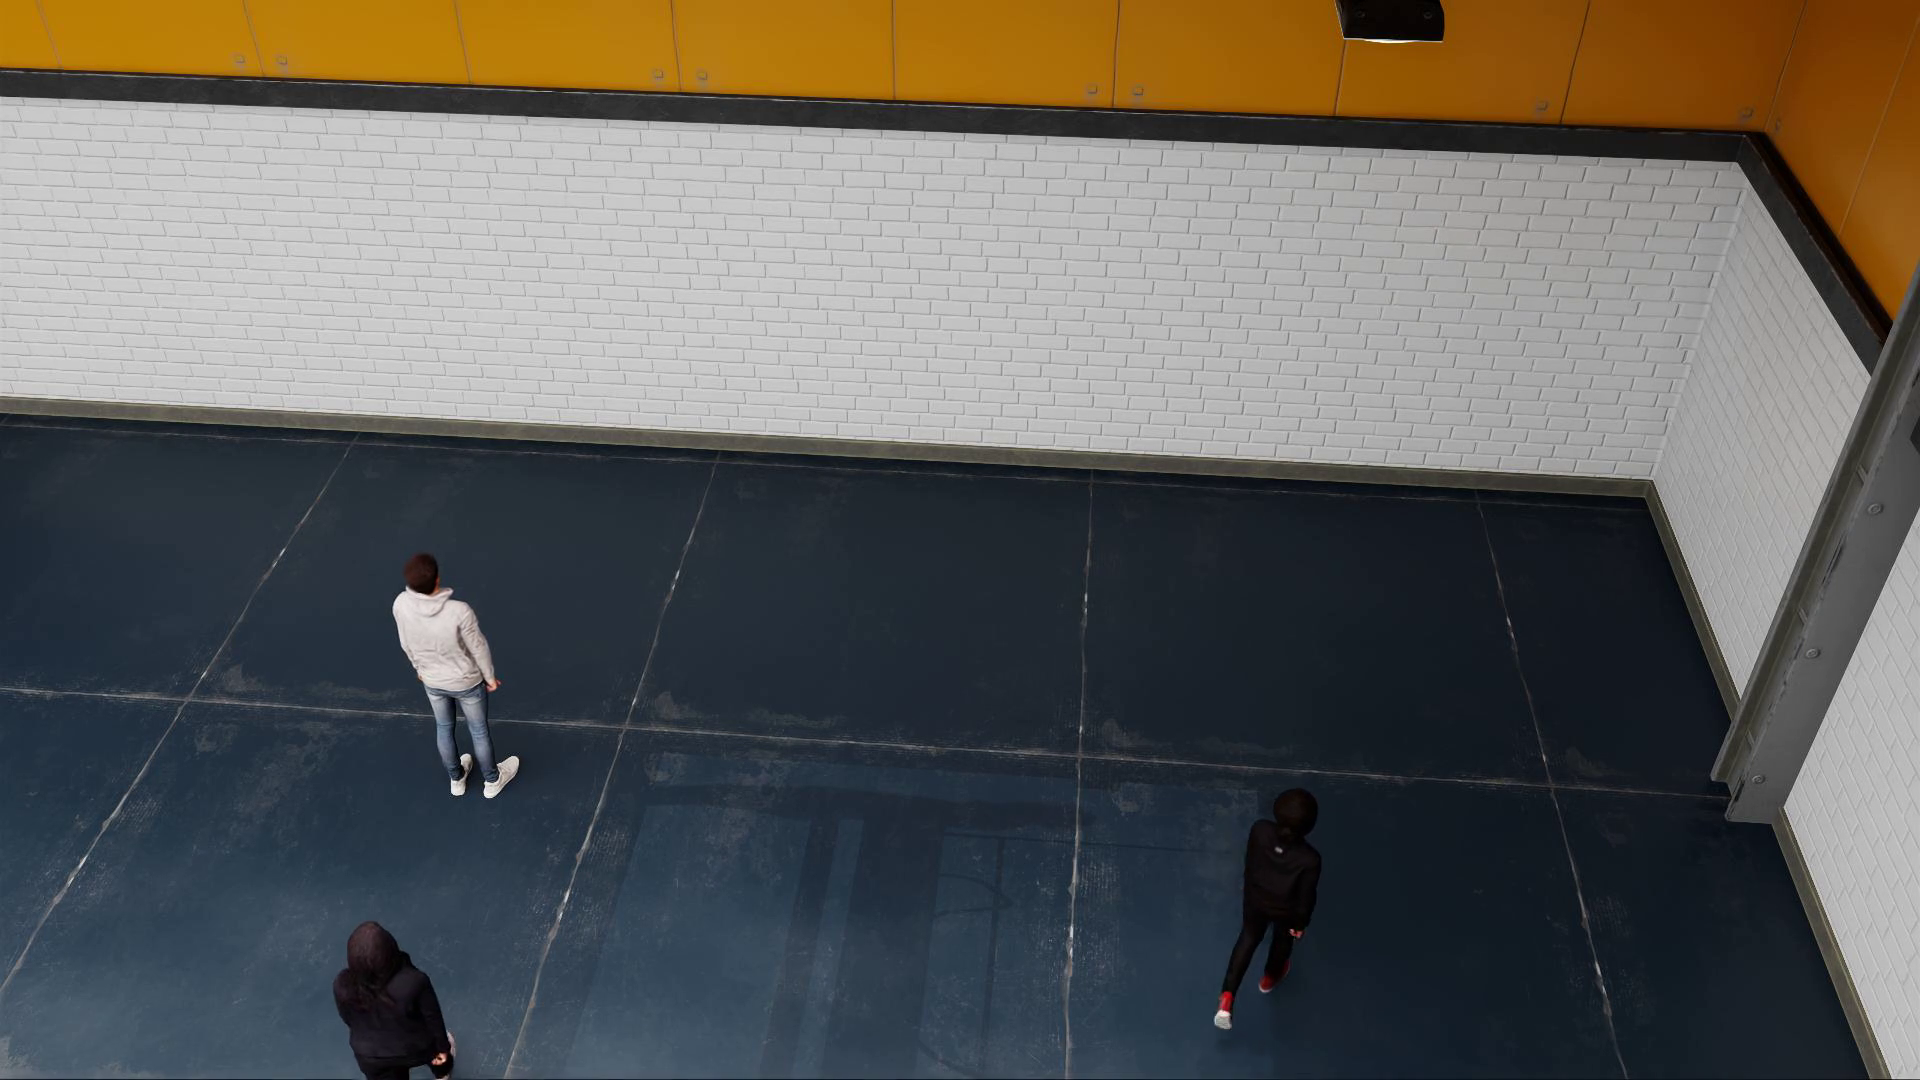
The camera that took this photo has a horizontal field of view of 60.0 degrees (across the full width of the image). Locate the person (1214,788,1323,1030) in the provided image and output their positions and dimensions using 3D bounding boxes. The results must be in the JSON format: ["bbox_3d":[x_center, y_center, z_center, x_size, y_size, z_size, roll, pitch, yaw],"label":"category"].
[{"bbox_3d":[1.620,1.947,8.769,0.898,1.661,1.065,25,45,28],"label":"person"}]

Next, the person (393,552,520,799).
[{"bbox_3d":[-3.076,0.821,10.024,0.664,1.854,0.555,4,39,5],"label":"person"}]

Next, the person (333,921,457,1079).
[{"bbox_3d":[-2.740,2.532,8.108,0.850,1.572,1.159,-7,39,-9],"label":"person"}]
